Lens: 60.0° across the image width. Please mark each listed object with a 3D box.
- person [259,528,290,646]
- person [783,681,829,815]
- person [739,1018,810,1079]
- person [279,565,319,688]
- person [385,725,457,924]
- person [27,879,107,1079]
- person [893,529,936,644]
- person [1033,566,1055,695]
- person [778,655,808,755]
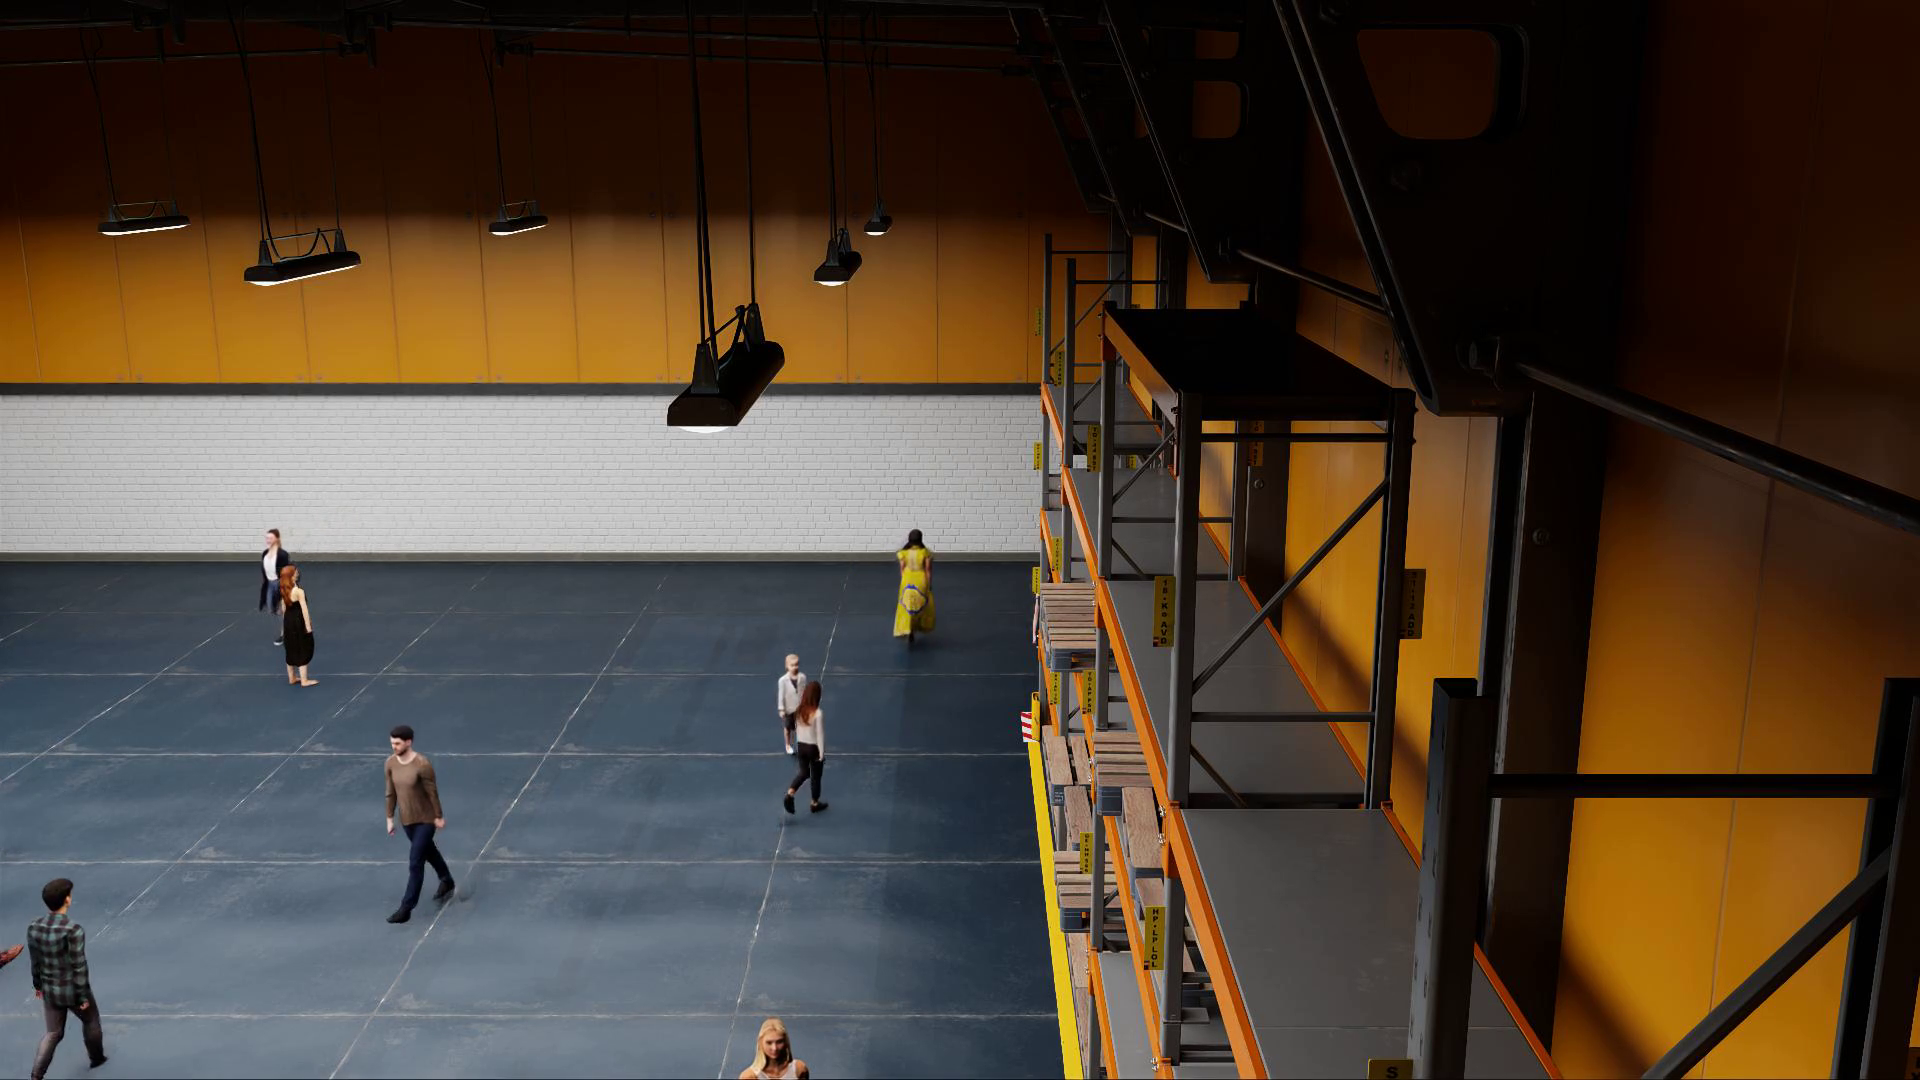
[{"bbox_3d":[-9.682,0.651,23.743,0.733,1.672,0.851,4,14,16],"label":"person"},{"bbox_3d":[-1.641,2.231,17.647,0.825,1.471,0.928,9,16,33],"label":"person"},{"bbox_3d":[-1.152,3.812,10.412,0.703,1.801,0.696,-5,14,-20],"label":"person"},{"bbox_3d":[-8.760,1.120,21.908,0.673,1.624,0.700,7,15,27],"label":"person"},{"bbox_3d":[-4.980,2.579,15.459,0.964,1.824,1.273,5,15,20],"label":"person"},{"bbox_3d":[-6.888,3.439,12.657,0.801,1.685,1.095,2,14,8],"label":"person"},{"bbox_3d":[-0.655,0.691,23.696,0.783,1.615,1.340,1,14,4],"label":"person"},{"bbox_3d":[1.169,1.174,21.434,0.678,1.741,0.700,8,16,31],"label":"person"},{"bbox_3d":[-1.953,1.940,19.329,0.697,1.244,0.950,-4,14,-17],"label":"person"}]
